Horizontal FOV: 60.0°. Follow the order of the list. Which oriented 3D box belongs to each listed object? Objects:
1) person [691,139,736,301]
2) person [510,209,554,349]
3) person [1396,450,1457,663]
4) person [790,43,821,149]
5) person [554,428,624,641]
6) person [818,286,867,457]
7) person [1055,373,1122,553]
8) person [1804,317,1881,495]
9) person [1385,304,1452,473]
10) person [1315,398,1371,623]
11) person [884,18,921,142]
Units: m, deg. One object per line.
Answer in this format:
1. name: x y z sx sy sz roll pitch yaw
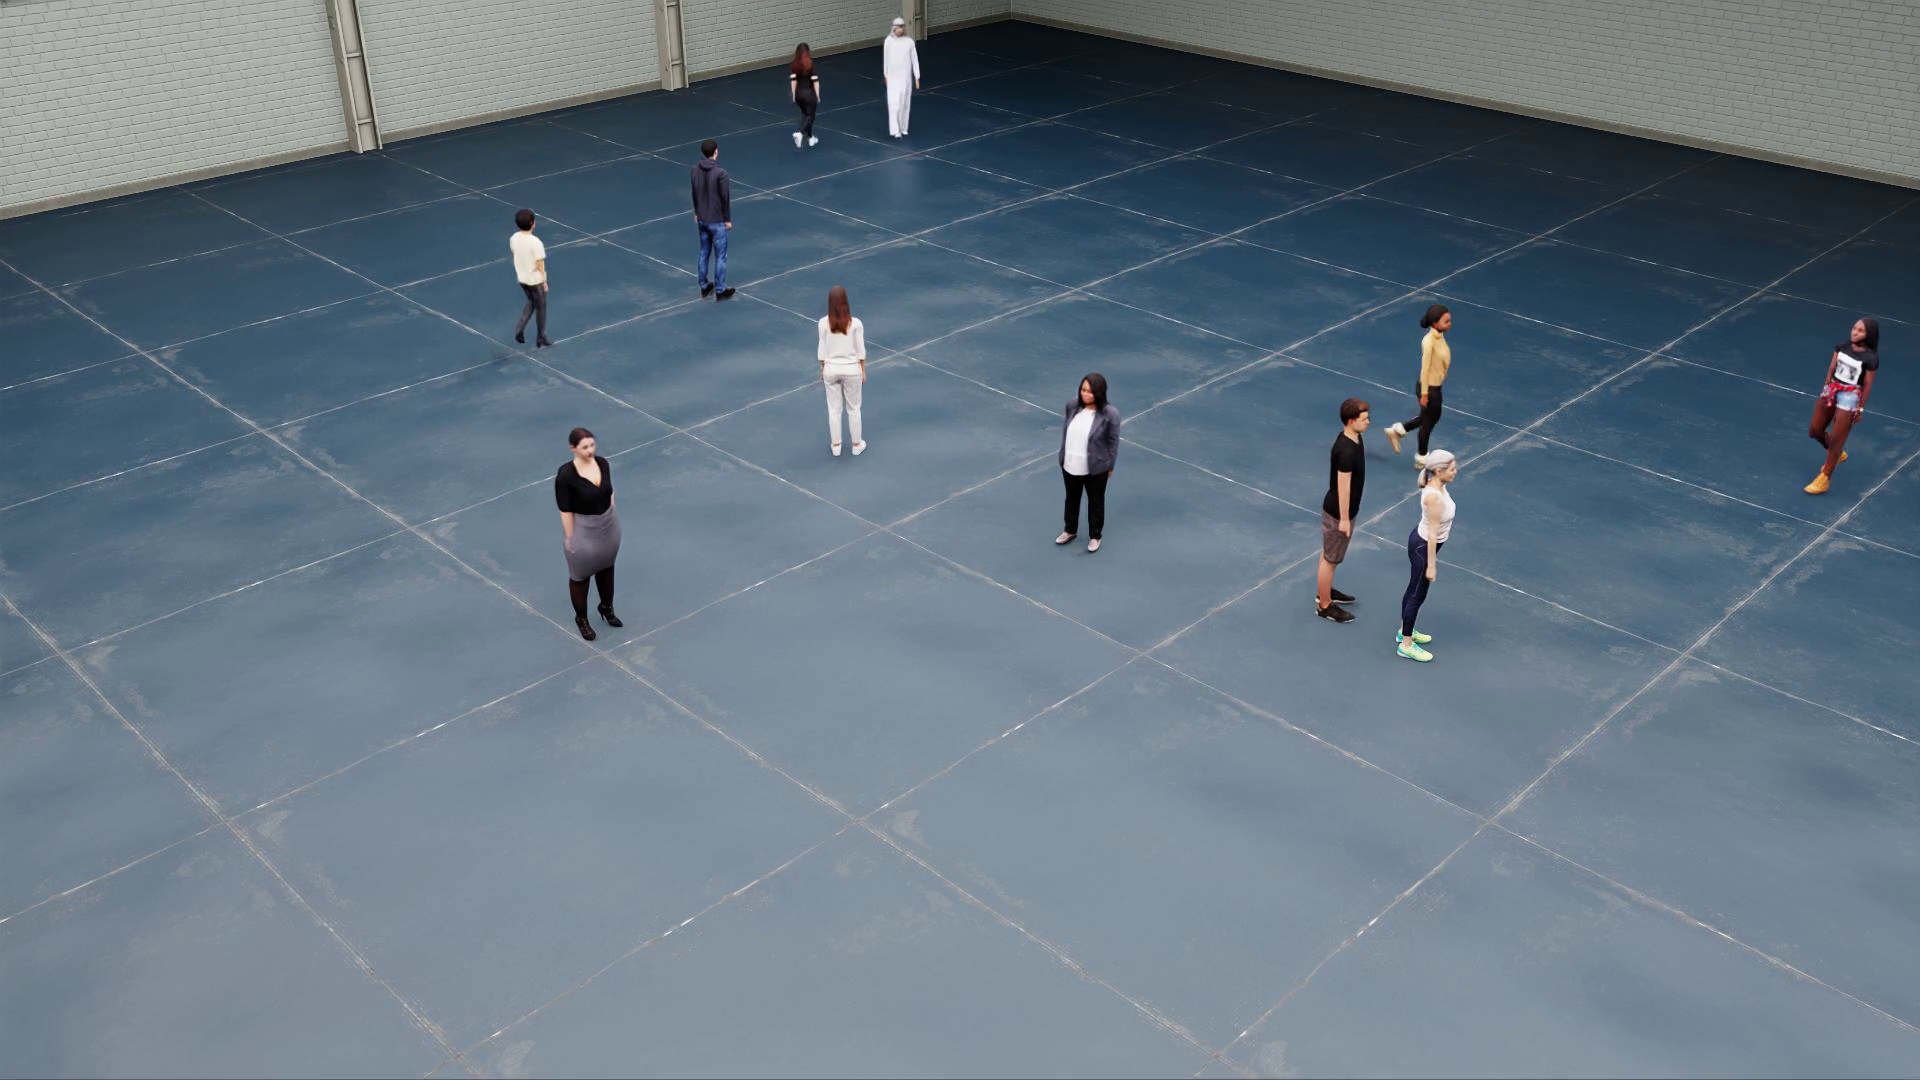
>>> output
1. person: -2.979 -3.838 19.906 0.740 1.881 0.698 16 32 27
2. person: -4.774 -2.842 18.362 0.666 1.577 0.742 16 32 28
3. person: 3.551 0.089 12.719 0.740 1.706 0.636 6 29 12
4. person: -2.423 -6.888 25.912 0.850 1.620 1.098 10 30 19
5. person: -2.891 -0.065 12.952 0.737 1.760 0.568 22 35 35
6. person: -1.124 -1.618 15.945 0.678 1.688 0.732 1 28 1
7. person: 1.088 -0.676 14.273 0.749 1.596 0.754 14 31 24
8. person: 8.123 -1.248 15.218 0.876 1.717 0.757 -13 31 -23
9. person: 4.346 -1.437 15.647 0.764 1.647 0.859 16 32 28
10. person: 3.028 -0.271 13.231 0.833 1.862 0.707 8 29 15
11. person: -0.960 -7.350 26.507 1.279 1.877 1.264 -5 28 -9
